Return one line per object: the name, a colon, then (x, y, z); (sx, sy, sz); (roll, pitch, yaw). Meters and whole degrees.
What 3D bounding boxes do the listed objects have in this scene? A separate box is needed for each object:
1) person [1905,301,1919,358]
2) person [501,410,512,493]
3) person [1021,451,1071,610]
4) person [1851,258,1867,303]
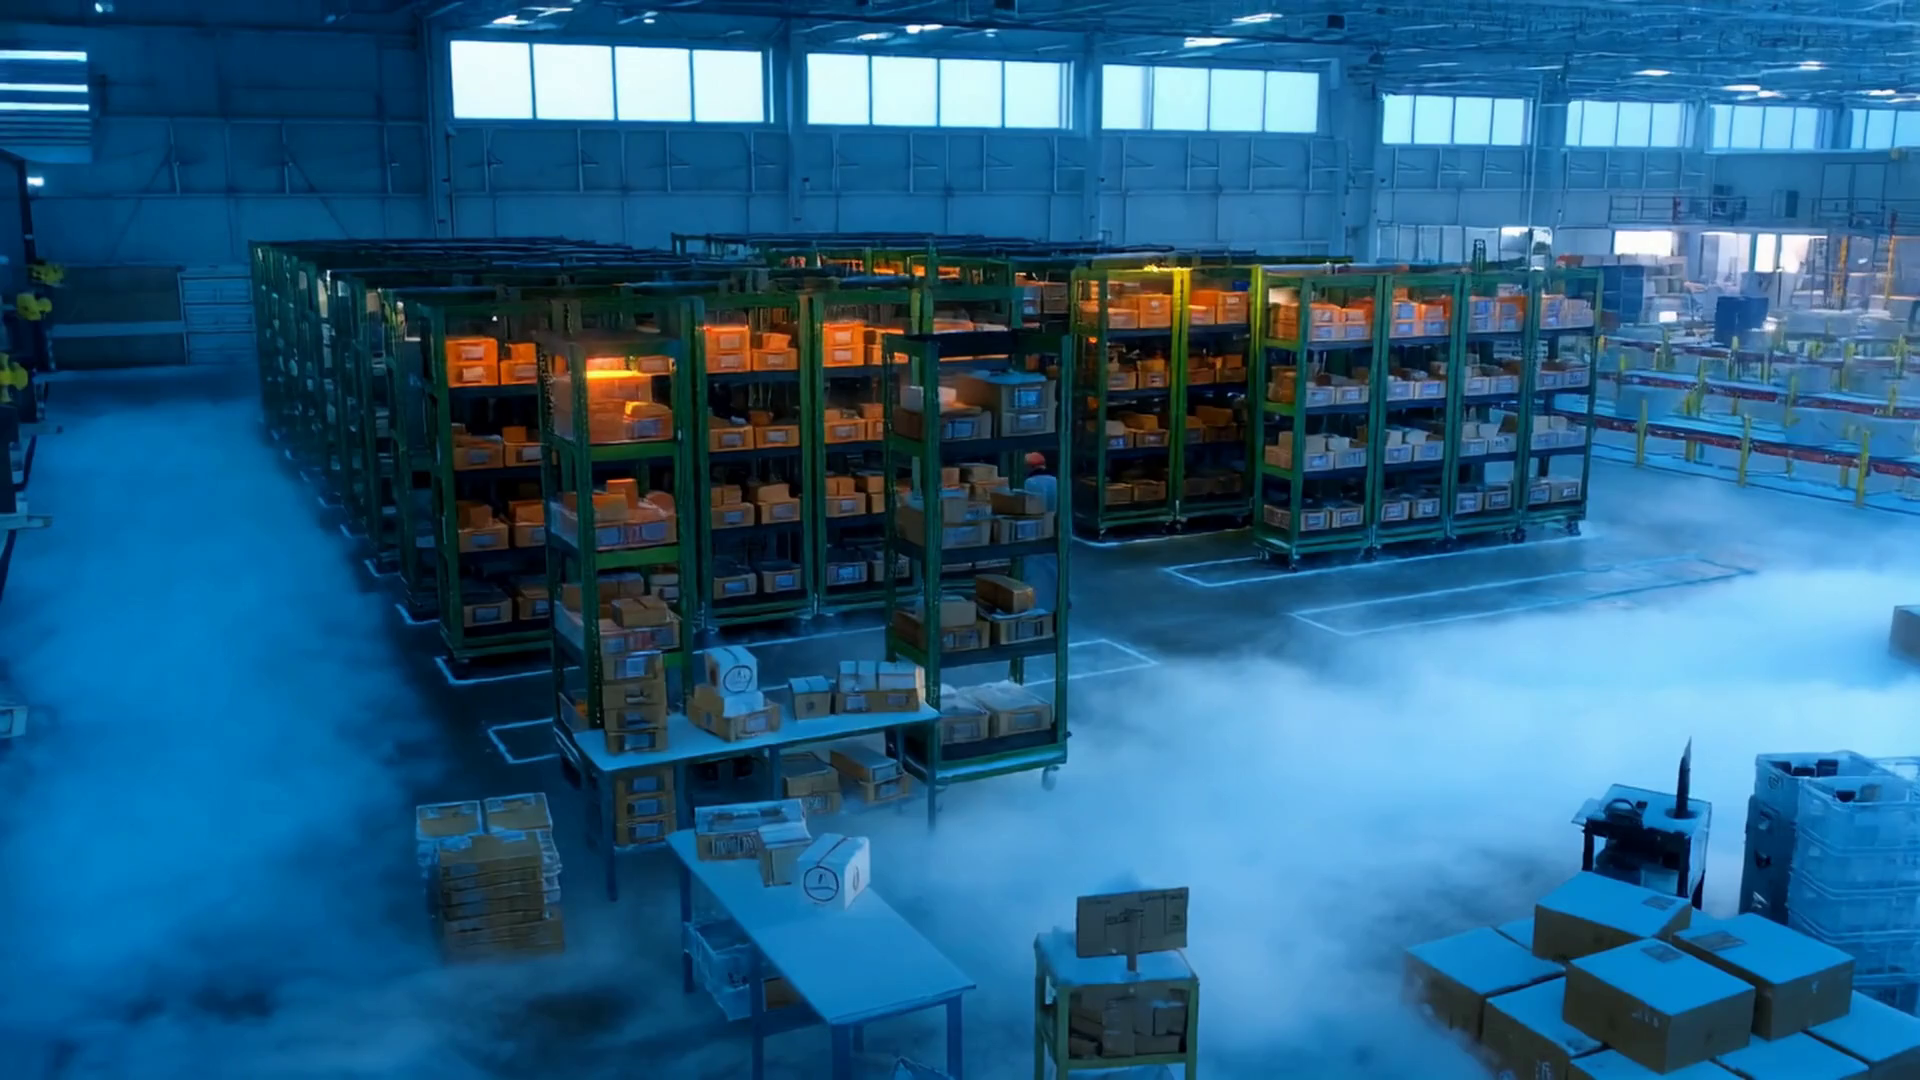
person: (25.885, -5.735, 44.759); (0.659, 1.860, 0.980); (-4, 13, -20)
person: (-6.076, -0.896, 22.143); (0.375, 1.841, 0.567); (-7, 14, -30)
person: (0.941, -0.113, 18.715); (0.645, 1.763, 1.004); (-4, 13, -17)
person: (35.945, -10.312, 66.298); (0.532, 1.809, 0.949); (-3, 12, -12)
